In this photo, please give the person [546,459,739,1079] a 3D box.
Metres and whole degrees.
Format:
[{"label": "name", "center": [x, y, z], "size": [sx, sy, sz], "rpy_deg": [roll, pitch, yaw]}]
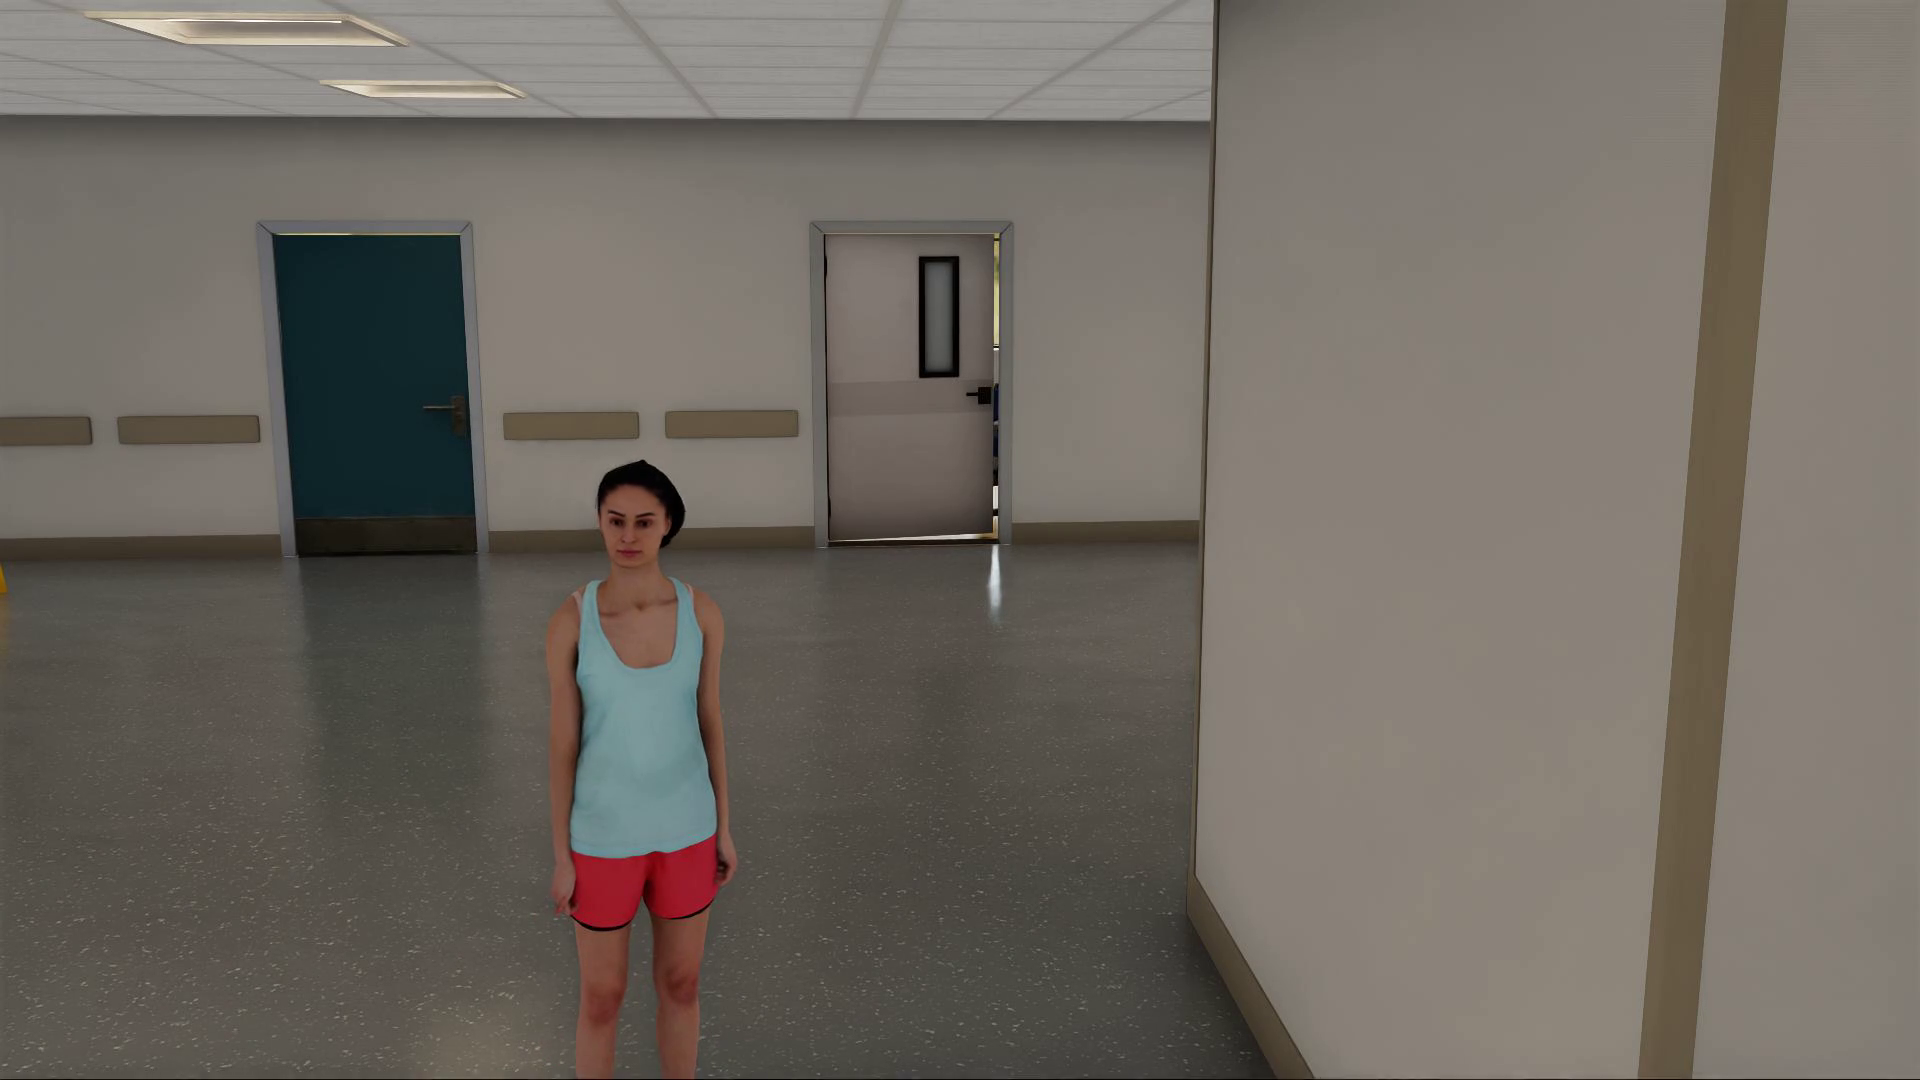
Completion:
[{"label": "person", "center": [-0.735, 0.693, 3.845], "size": [0.584, 1.764, 0.720], "rpy_deg": [-5, 12, -25]}]
